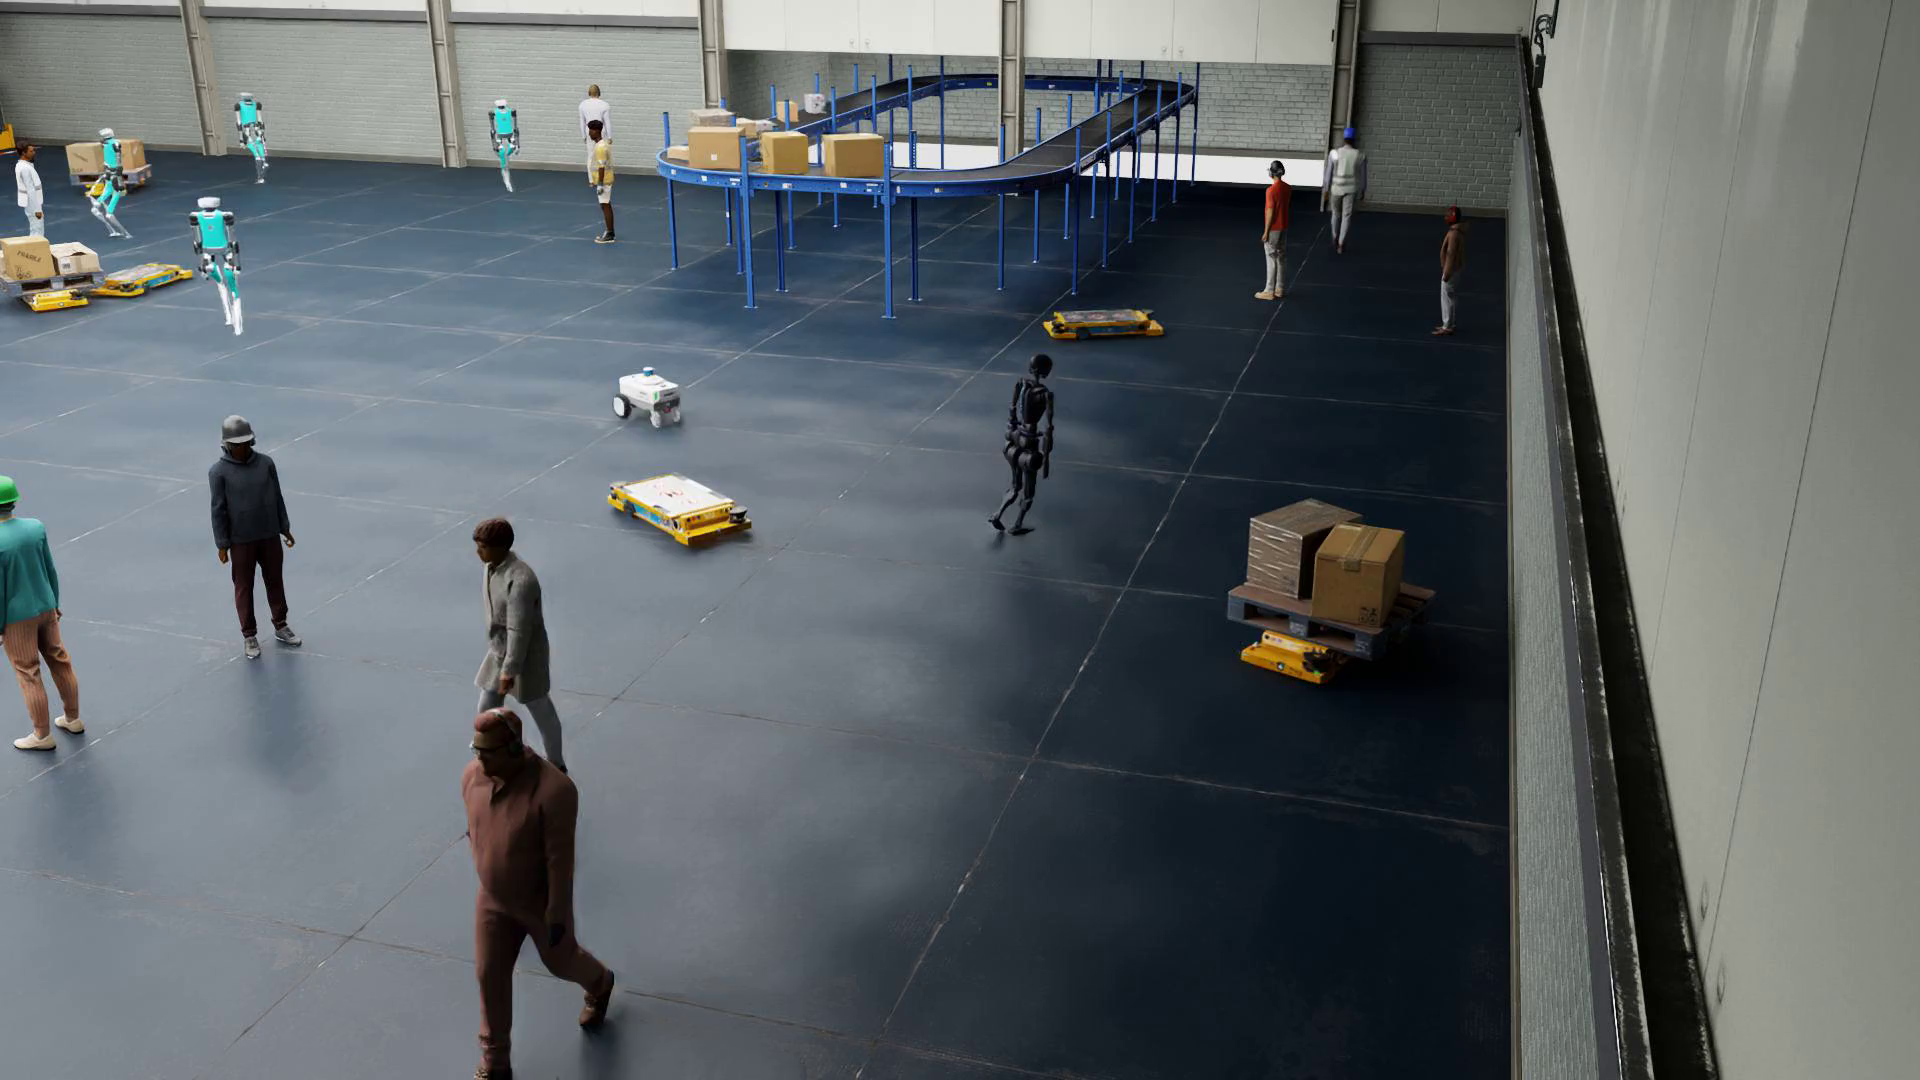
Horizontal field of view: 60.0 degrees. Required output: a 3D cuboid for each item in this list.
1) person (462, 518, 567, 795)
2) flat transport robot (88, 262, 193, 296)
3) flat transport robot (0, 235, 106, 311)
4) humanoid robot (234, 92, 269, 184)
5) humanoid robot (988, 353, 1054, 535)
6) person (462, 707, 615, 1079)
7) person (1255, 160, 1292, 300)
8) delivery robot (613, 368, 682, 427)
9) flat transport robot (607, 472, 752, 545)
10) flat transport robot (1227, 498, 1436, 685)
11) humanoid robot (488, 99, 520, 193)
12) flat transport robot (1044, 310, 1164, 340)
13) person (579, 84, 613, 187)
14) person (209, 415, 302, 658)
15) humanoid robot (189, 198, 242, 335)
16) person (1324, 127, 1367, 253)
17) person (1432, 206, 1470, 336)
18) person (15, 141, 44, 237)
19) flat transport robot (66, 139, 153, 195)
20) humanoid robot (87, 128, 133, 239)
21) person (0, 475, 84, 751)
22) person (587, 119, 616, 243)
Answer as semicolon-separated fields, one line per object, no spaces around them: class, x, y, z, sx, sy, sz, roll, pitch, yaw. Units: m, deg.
person;-2.785;0.744;10.131;0.503;1.800;0.788;18;27;38
flat transport robot;-11.755;-3.737;23.871;0.659;0.231;1.431;4;21;10
flat transport robot;-12.594;-3.433;23.083;0.659;0.231;1.431;-16;26;-36
humanoid robot;-13.660;-7.770;32.319;0.888;1.775;0.570;19;28;41
humanoid robot;0.514;-0.809;14.335;0.500;1.629;0.609;-15;26;-33
person;-2.017;1.616;7.764;0.640;1.869;0.900;8;22;20
person;4.338;-4.293;23.037;0.475;1.909;0.412;-19;28;-40
delivery robot;-3.323;-1.551;17.787;0.783;0.584;0.499;20;28;41
flat transport robot;-2.538;-0.295;14.942;0.659;0.231;1.431;-17;27;-36
flat transport robot;2.738;0.679;12.417;0.659;0.231;1.431;16;26;36
humanoid robot;-8.729;-7.538;31.785;0.541;1.781;1.035;-10;23;-25
flat transport robot;1.840;-2.765;21.350;1.431;0.231;0.659;-3;21;-7
person;-7.006;-7.794;32.095;0.623;1.931;0.375;3;21;8
person;-5.164;-0.047;12.150;0.557;1.811;0.370;-19;28;-41
humanoid robot;-9.431;-3.514;21.283;0.539;1.786;0.855;-3;21;-9
person;6.115;-5.564;26.333;0.647;1.902;0.954;6;22;16
person;6.250;-3.416;21.126;0.309;1.646;0.475;10;23;23
person;-13.818;-4.979;24.801;0.393;1.919;0.589;-13;25;-30
flat transport robot;-16.140;-6.769;31.736;0.659;0.231;1.431;-3;21;-8
humanoid robot;-13.931;-5.763;27.063;0.542;1.778;0.690;18;27;39
person;-6.041;0.465;10.740;0.351;1.875;0.509;8;23;20
person;-5.780;-5.801;26.880;0.373;1.959;0.602;-3;21;-7
